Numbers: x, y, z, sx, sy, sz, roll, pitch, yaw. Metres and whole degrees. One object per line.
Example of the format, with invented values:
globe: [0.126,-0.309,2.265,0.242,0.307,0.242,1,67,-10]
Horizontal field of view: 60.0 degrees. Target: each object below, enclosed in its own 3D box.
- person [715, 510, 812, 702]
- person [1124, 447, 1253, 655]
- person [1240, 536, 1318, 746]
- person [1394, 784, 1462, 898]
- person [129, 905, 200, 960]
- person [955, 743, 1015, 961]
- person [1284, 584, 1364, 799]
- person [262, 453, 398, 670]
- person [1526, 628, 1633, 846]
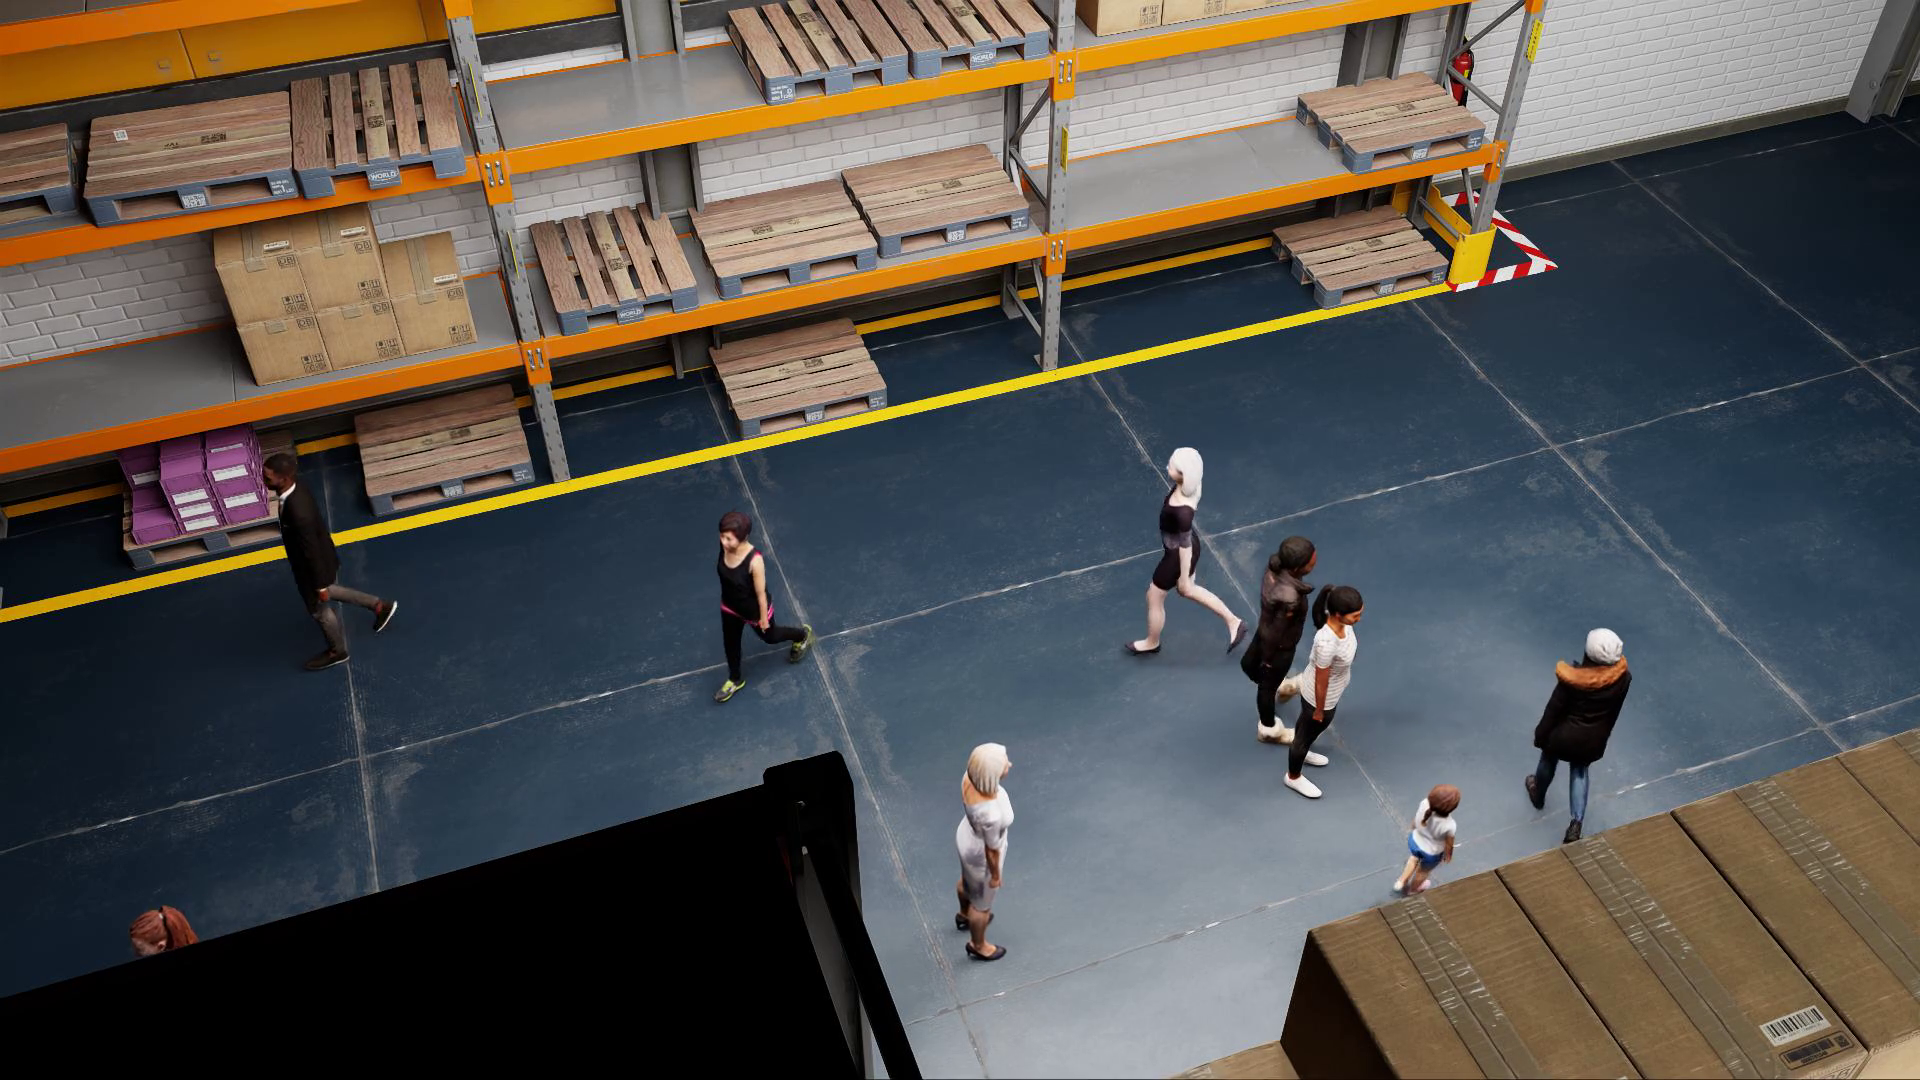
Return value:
person: [-1.304,0.354,10.677,0.851,1.523,1.068,31,51,28]
person: [1.511,0.138,10.703,1.139,1.801,0.973,6,44,7]
person: [2.093,0.602,10.320,0.711,1.659,0.829,-13,45,-13]
person: [2.666,1.751,9.581,0.510,1.013,0.475,-24,49,-23]
person: [-3.726,2.368,8.408,0.956,1.739,0.737,-27,50,-26]
person: [0.115,1.695,9.108,0.512,1.748,0.562,-12,45,-13]
person: [2.180,0.882,10.036,0.703,1.643,0.653,15,46,15]
person: [-4.096,0.114,10.737,0.938,1.790,0.728,-19,47,-19]
person: [3.639,1.163,9.756,0.947,1.624,0.901,0,44,0]
